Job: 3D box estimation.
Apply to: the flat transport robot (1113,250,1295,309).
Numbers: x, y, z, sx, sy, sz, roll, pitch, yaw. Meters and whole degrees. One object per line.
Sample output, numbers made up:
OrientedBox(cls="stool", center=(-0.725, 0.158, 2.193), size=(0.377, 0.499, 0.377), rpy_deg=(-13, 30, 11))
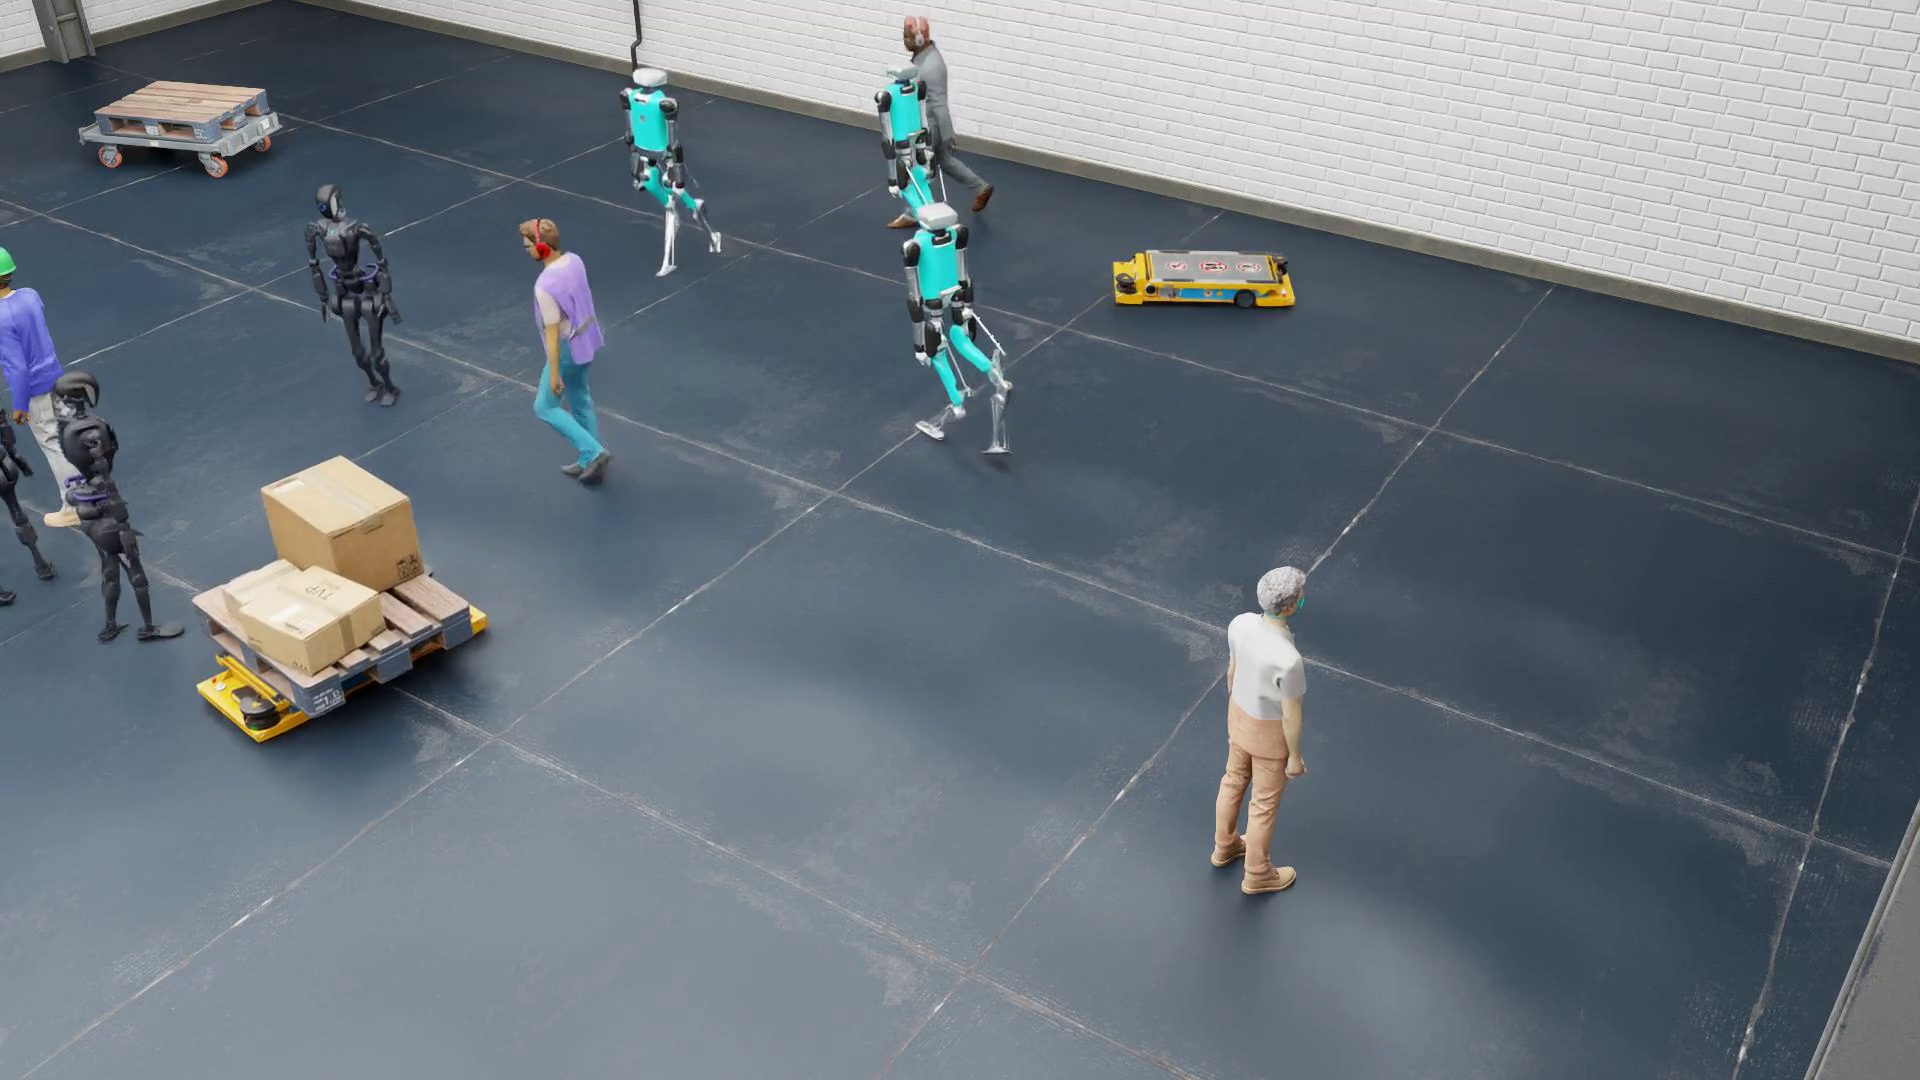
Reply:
OrientedBox(cls="flat transport robot", center=(1.980, -2.130, 13.570), size=(1.431, 0.231, 0.659), rpy_deg=(1, 33, 2))

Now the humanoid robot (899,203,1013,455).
OrientedBox(cls="humanoid robot", center=(0.068, -1.266, 10.917), size=(0.531, 1.773, 1.020), rpy_deg=(-26, 41, -34))

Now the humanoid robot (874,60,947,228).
OrientedBox(cls="humanoid robot", center=(-0.281, -2.881, 13.488), size=(0.763, 1.893, 0.535), rpy_deg=(25, 40, 33))

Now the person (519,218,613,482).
OrientedBox(cls="person", center=(-2.522, -1.190, 10.661), size=(0.464, 1.821, 0.607), rpy_deg=(6, 33, 10))

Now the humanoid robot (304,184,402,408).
OrientedBox(cls="humanoid robot", center=(-4.203, -1.718, 11.641), size=(0.590, 1.646, 0.413), rpy_deg=(3, 33, 5))

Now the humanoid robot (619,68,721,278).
OrientedBox(cls="humanoid robot", center=(-2.309, -3.072, 13.715), size=(0.552, 1.803, 0.903), rpy_deg=(16, 36, 23))

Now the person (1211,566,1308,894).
OrientedBox(cls="person", center=(1.386, 0.861, 7.548), size=(0.320, 1.748, 0.472), rpy_deg=(-17, 37, -25))

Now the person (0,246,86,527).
OrientedBox(cls="person", center=(-5.702, -0.945, 10.246), size=(0.345, 1.874, 0.459), rpy_deg=(1, 33, 2))

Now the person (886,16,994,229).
OrientedBox(cls="person", center=(-0.181, -3.627, 14.432), size=(0.921, 1.855, 0.647), rpy_deg=(-3, 33, -5))

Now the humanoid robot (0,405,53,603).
OrientedBox(cls="humanoid robot", center=(-5.691, -0.415, 9.599), size=(0.384, 1.641, 0.613), rpy_deg=(20, 38, 28))

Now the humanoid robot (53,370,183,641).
OrientedBox(cls="humanoid robot", center=(-4.770, -0.158, 9.207), size=(0.395, 1.643, 0.588), rpy_deg=(-24, 40, -33))

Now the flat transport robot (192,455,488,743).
OrientedBox(cls="flat transport robot", center=(-3.445, 0.605, 9.315), size=(0.659, 0.231, 1.431), rpy_deg=(26, 41, 34))
